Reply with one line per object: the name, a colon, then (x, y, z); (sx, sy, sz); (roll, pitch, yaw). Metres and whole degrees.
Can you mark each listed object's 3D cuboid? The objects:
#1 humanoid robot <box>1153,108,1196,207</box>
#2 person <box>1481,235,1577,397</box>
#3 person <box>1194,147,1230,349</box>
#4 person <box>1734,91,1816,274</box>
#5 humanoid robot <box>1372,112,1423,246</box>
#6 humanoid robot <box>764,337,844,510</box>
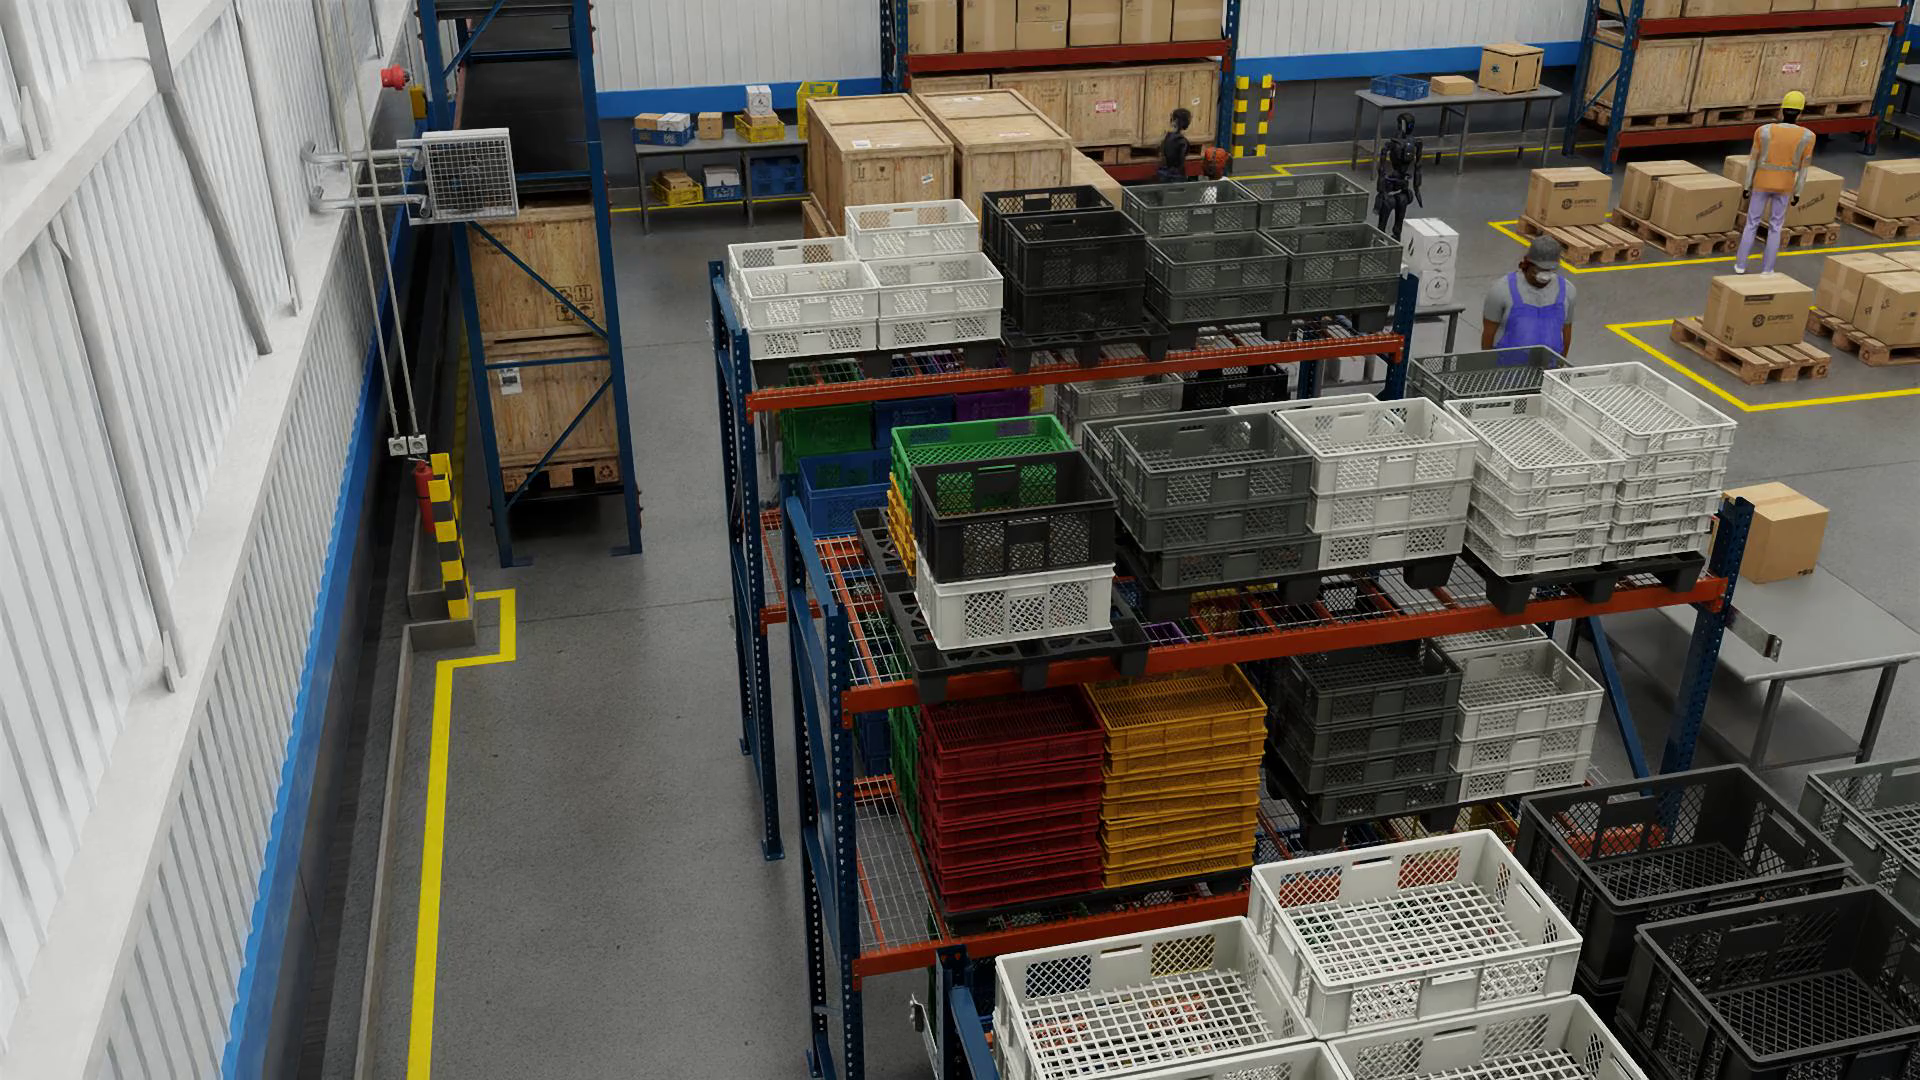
humanoid robot: (2.225, -3.753, 17.664); (0.498, 1.637, 0.590); (-3, 28, -6)
person: (4.318, -1.351, 12.712); (0.678, 2.000, 0.535); (1, 28, 1)
person: (2.321, -2.713, 15.462); (0.352, 1.882, 0.579); (9, 29, 17)
person: (8.454, -3.687, 17.280); (0.579, 1.919, 0.397); (10, 30, 19)
humanoid robot: (4.585, -3.647, 17.440); (0.586, 1.657, 0.330); (-13, 31, -23)
humanoid robot: (-1.094, -0.865, 12.258); (0.782, 1.614, 0.587); (1, 28, 3)
